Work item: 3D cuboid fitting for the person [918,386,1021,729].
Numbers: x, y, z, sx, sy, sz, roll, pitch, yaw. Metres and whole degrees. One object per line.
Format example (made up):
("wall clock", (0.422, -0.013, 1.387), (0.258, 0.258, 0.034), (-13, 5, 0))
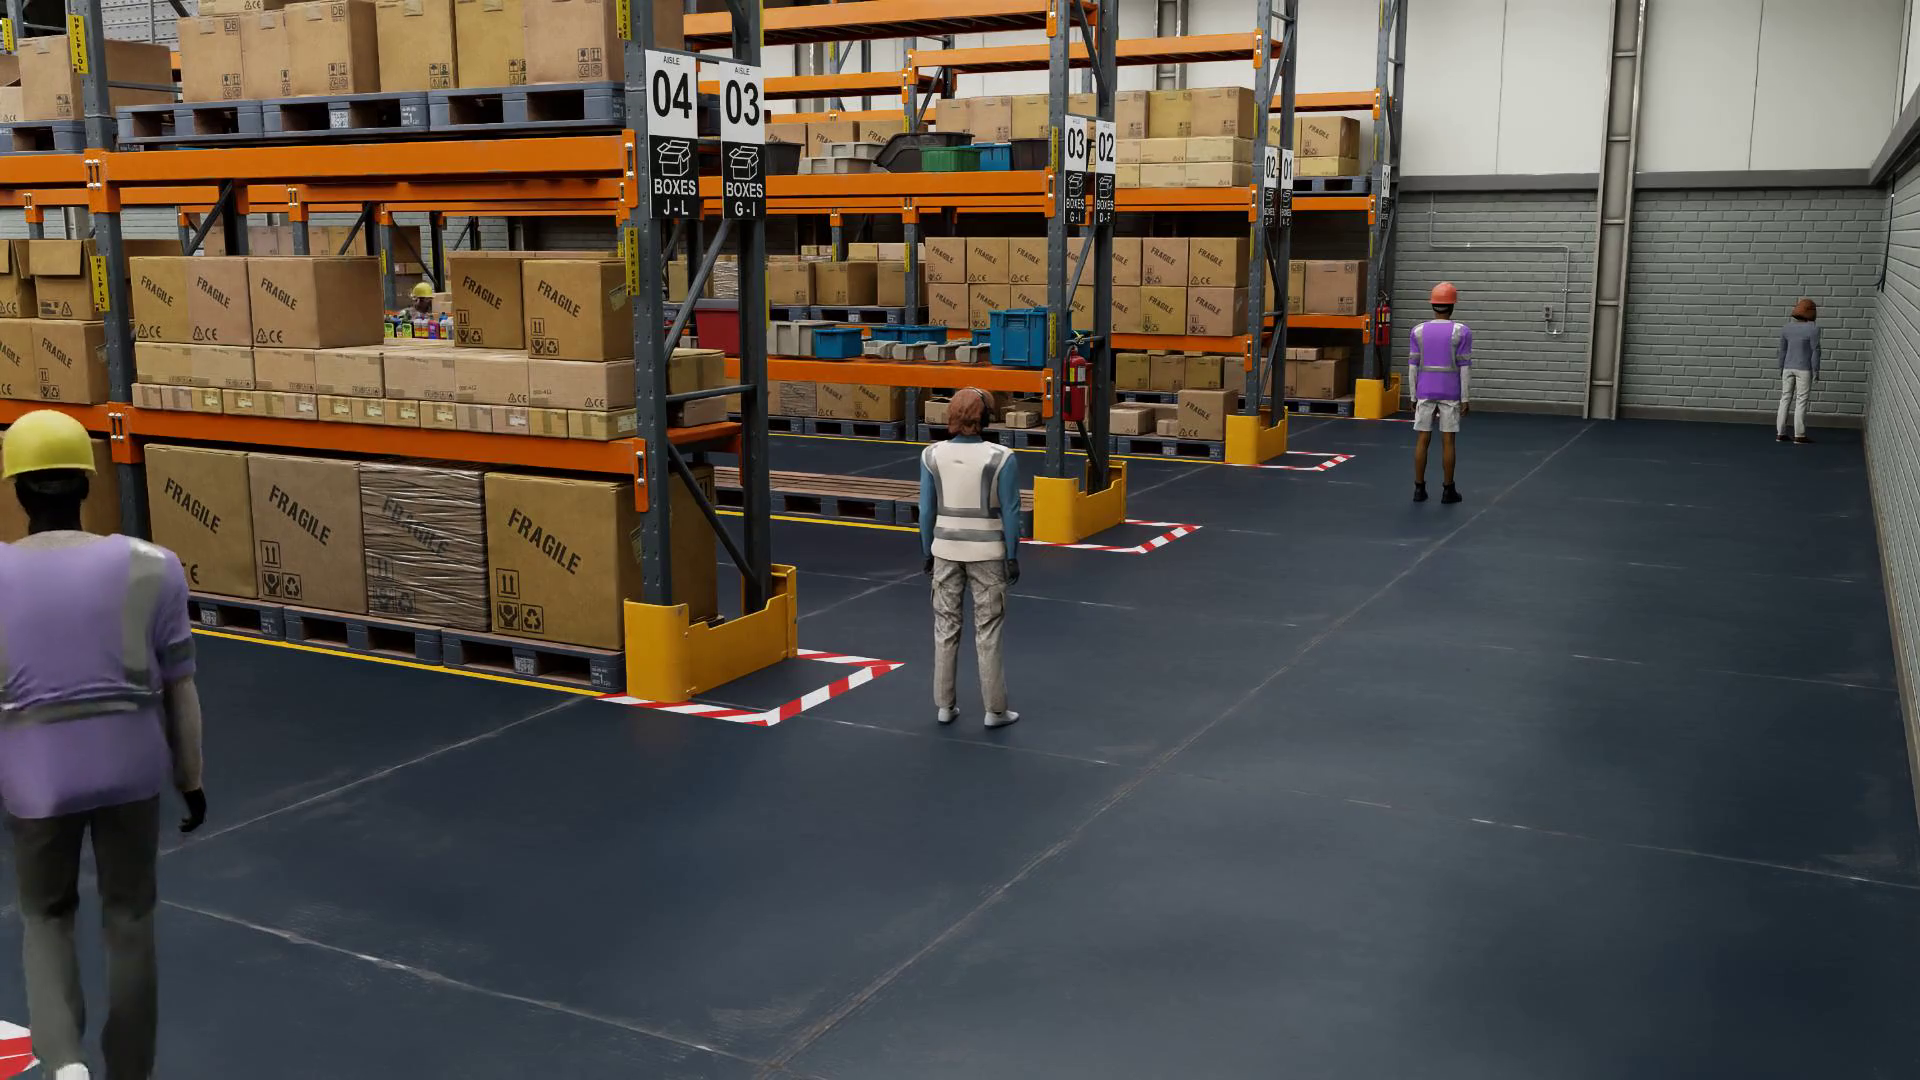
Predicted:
("person", (0.045, 0.089, 7.948), (0.515, 1.642, 0.314), (4, 11, 23))

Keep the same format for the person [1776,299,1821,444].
("person", (9.530, -1.912, 18.881), (0.278, 1.631, 0.507), (-5, 11, -25))

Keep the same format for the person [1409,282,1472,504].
("person", (4.224, -1.289, 14.645), (0.545, 1.942, 0.353), (6, 12, 30))

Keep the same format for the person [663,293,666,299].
("person", (-4.416, -2.917, 23.534), (0.937, 1.936, 0.606), (10, 15, 44))

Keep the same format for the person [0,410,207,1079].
("person", (-2.288, 0.620, 4.325), (0.598, 1.905, 0.518), (-6, 12, -28))

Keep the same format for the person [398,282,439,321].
("person", (-6.118, -2.043, 19.103), (0.615, 1.806, 0.620), (5, 11, 25))
